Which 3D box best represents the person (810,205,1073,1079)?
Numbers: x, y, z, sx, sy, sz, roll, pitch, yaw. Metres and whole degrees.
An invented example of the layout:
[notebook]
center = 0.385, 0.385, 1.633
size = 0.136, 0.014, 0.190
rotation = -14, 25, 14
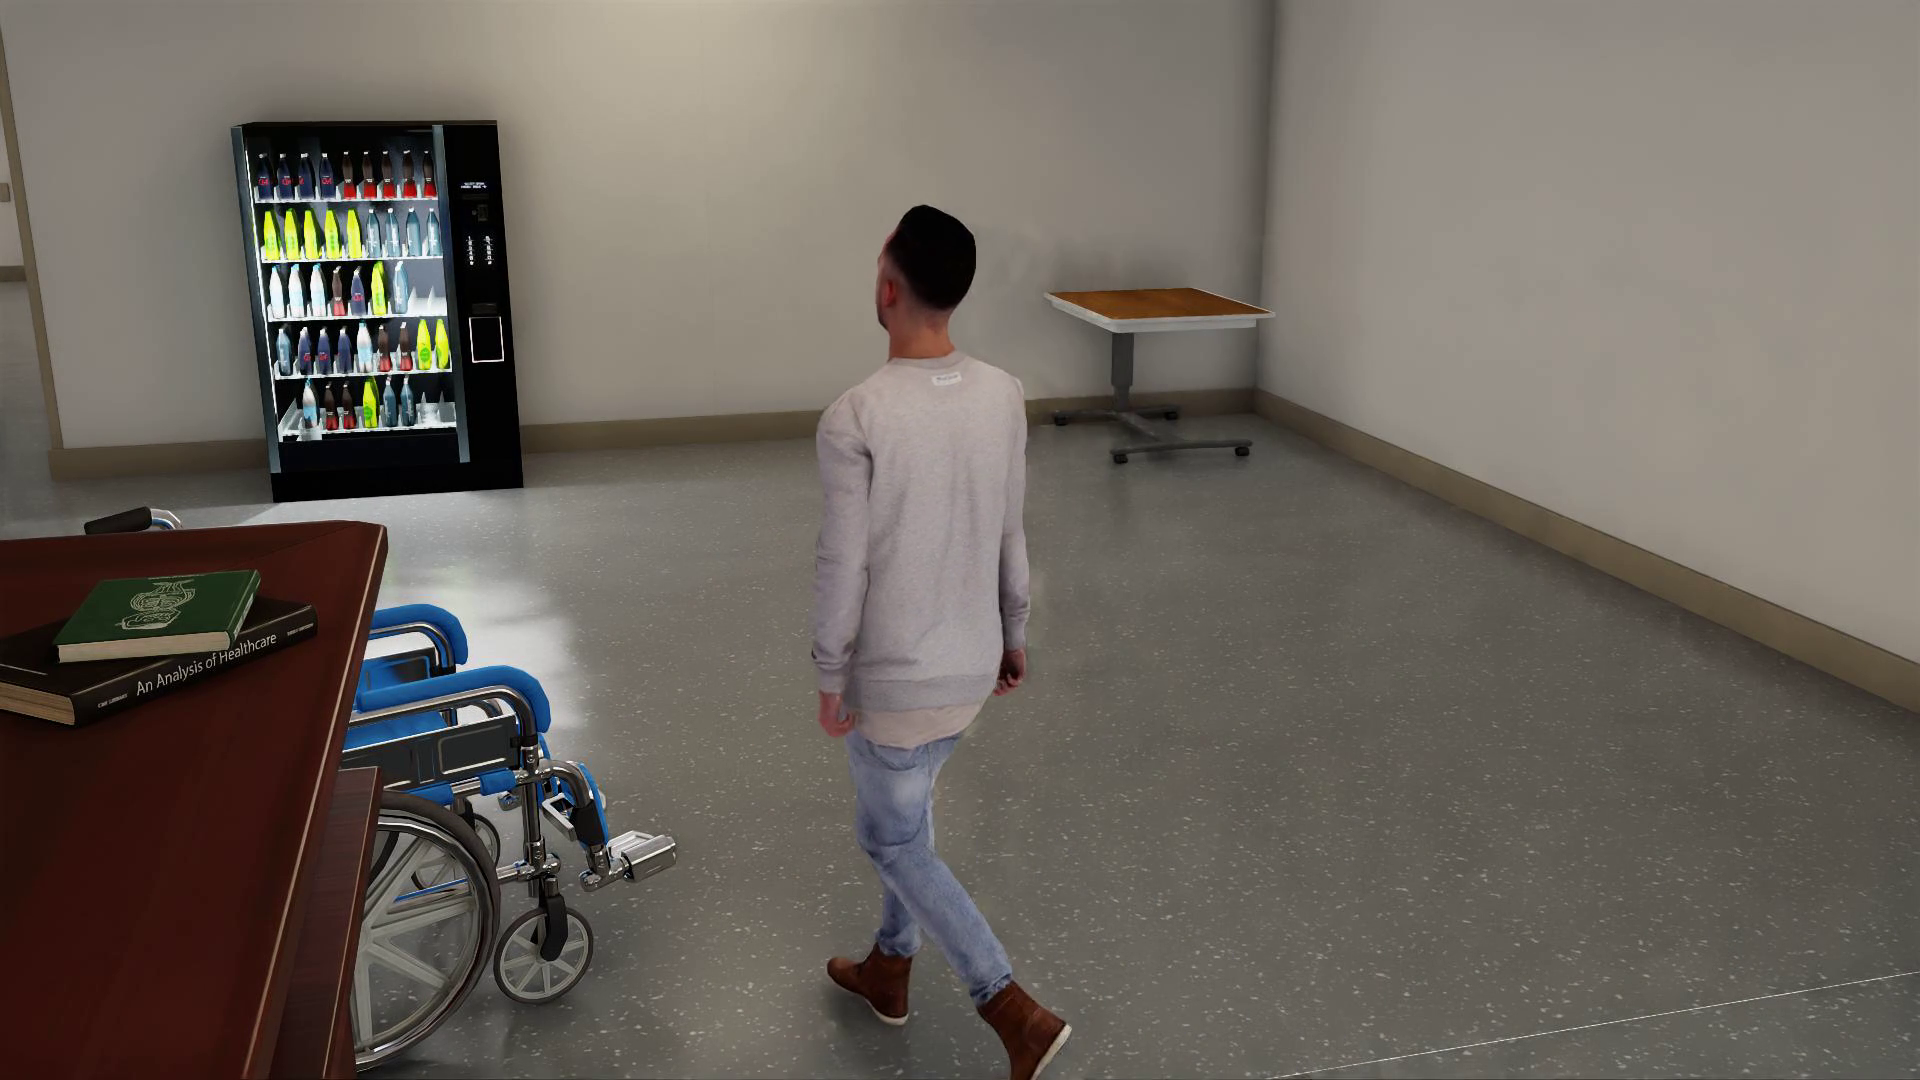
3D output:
[person]
center = -0.039, 0.266, 3.372
size = 1.133, 1.817, 1.047
rotation = -13, 21, -39
